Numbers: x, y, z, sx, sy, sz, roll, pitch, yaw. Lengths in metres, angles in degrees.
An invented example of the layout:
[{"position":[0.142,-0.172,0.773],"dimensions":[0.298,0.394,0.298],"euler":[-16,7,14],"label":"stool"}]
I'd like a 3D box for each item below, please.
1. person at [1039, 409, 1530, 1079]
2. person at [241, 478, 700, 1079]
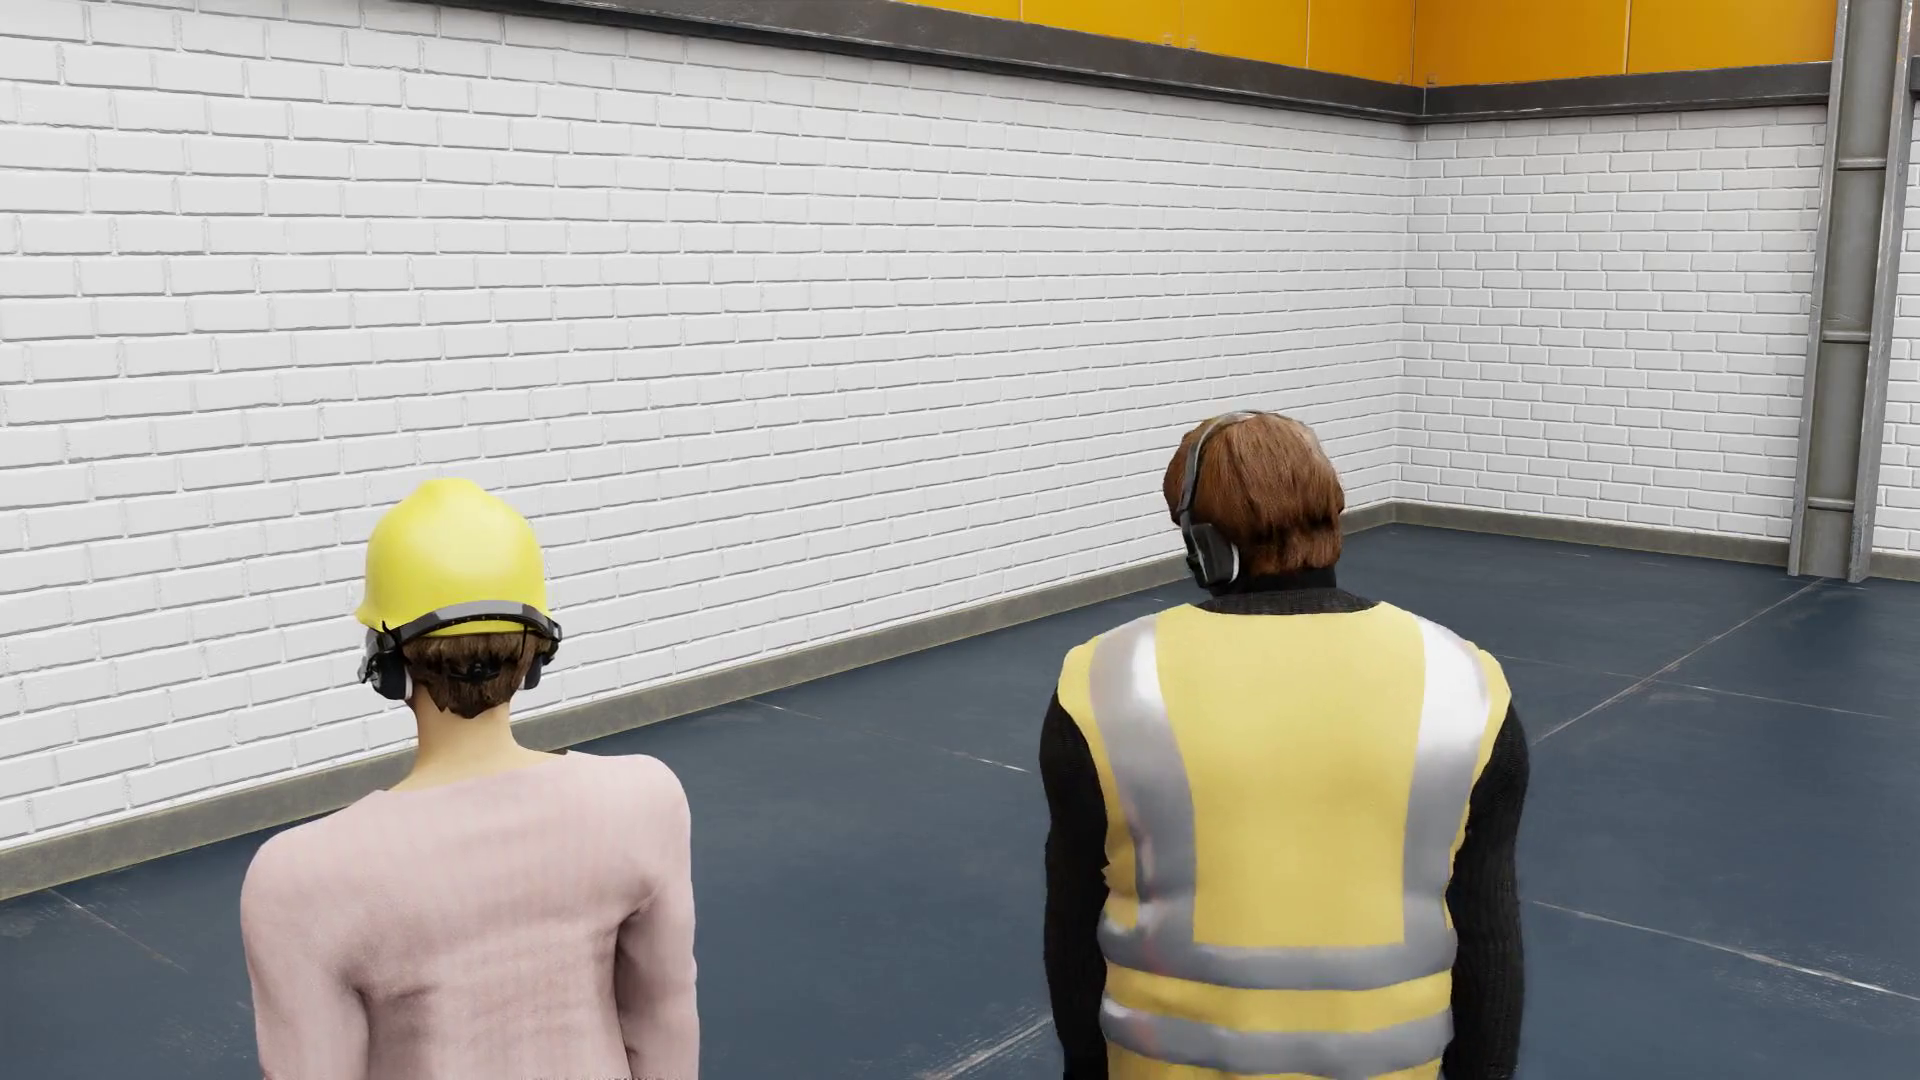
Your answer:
[{"position":[0.421,0.731,2.272],"dimensions":[0.637,1.815,0.445],"euler":[0,10,1],"label":"person"},{"position":[-0.548,0.808,1.961],"dimensions":[0.523,1.769,0.317],"euler":[-7,12,-36],"label":"person"}]
